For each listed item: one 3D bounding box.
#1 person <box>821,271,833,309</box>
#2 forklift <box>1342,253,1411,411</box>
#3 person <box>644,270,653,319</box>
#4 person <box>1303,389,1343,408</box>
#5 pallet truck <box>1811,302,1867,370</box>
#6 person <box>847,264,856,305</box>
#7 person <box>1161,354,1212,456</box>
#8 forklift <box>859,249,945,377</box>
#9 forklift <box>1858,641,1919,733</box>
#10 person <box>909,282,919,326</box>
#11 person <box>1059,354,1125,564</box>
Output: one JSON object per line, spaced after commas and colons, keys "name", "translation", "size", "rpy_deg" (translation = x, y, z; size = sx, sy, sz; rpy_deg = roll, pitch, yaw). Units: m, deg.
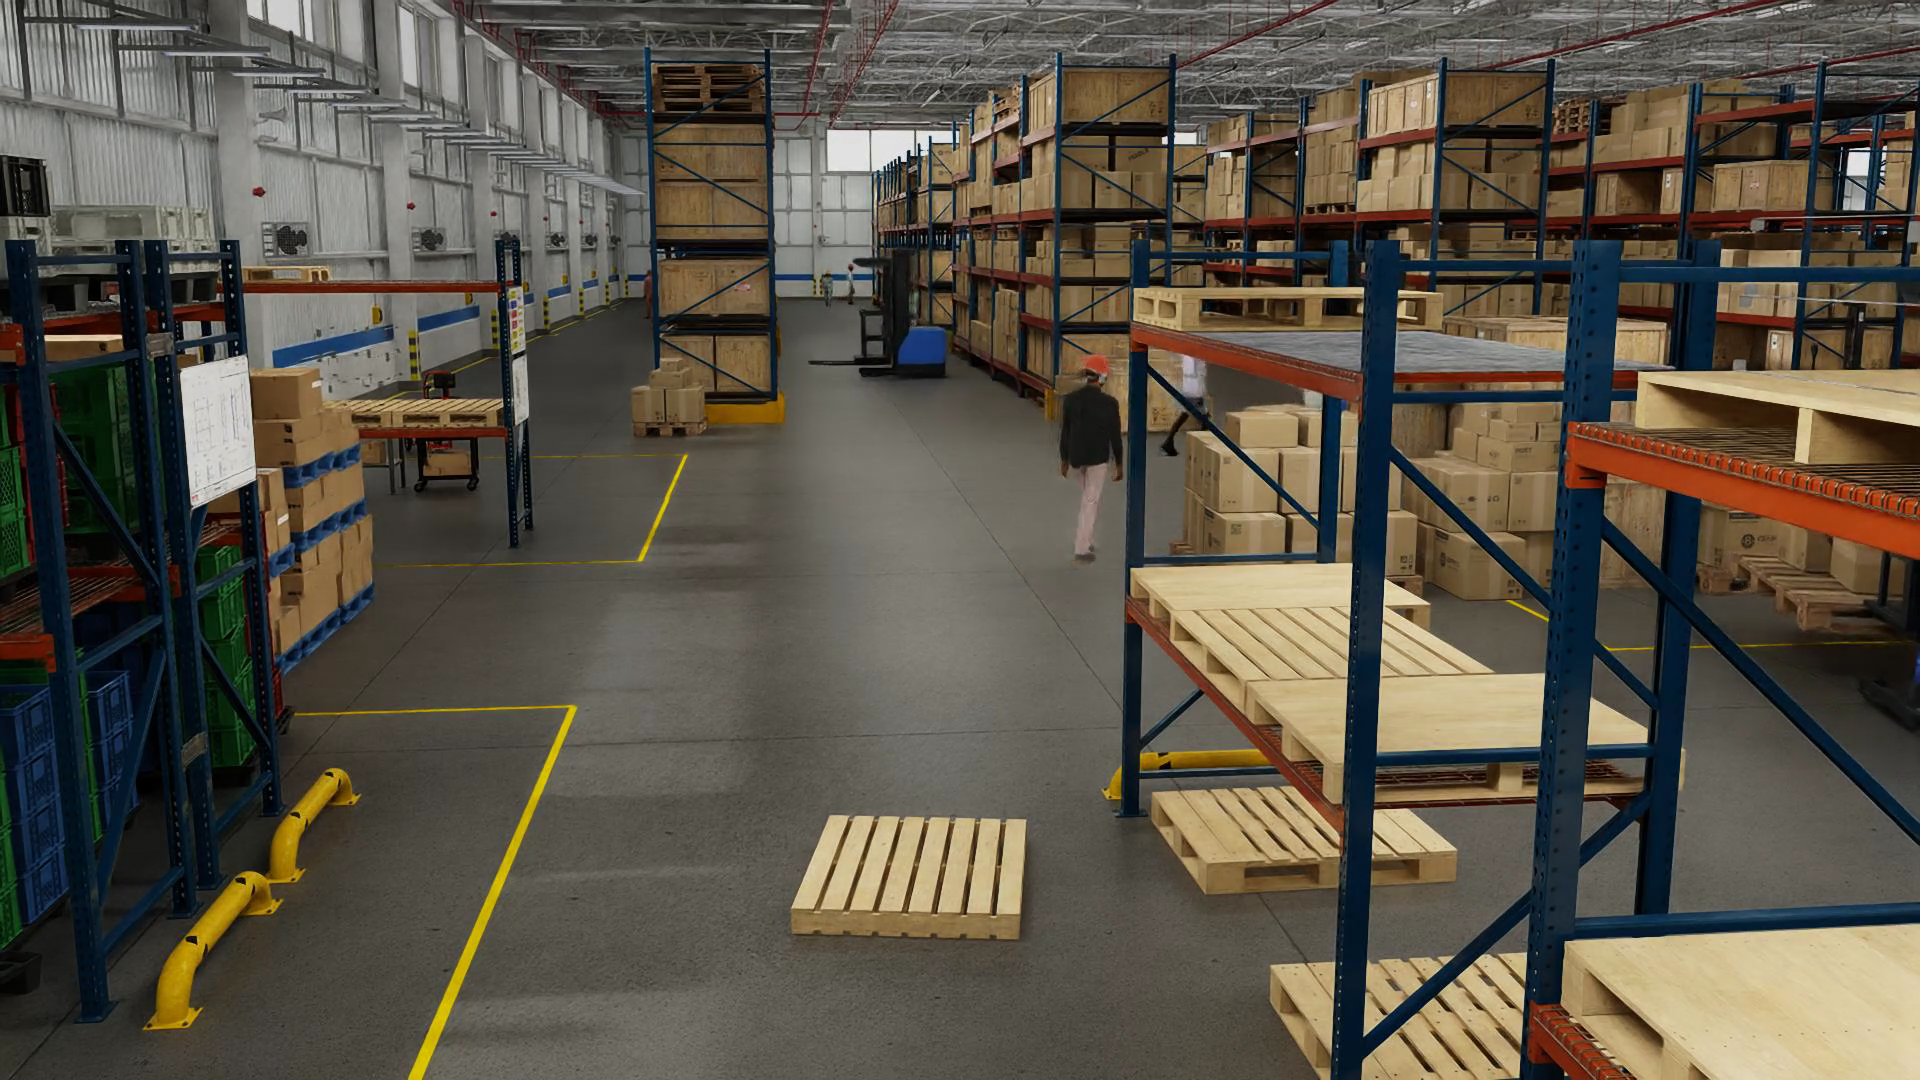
{"name": "person", "translation": [-5.829, -10.978, 73.057], "size": [0.500, 1.693, 0.918], "rpy_deg": [1, 10, 5]}
{"name": "forklift", "translation": [6.598, -3.151, 26.395], "size": [1.129, 2.768, 1.873], "rpy_deg": [-1, 10, -6]}
{"name": "person", "translation": [-12.012, -9.527, 64.464], "size": [0.399, 1.897, 0.648], "rpy_deg": [9, 13, 39]}
{"name": "person", "translation": [3.667, -0.975, 17.068], "size": [0.988, 1.900, 0.632], "rpy_deg": [-4, 11, -22]}
{"name": "pallet truck", "translation": [15.846, -3.142, 28.793], "size": [1.885, 1.965, 0.823], "rpy_deg": [2, 10, 12]}
{"name": "person", "translation": [-5.104, -12.030, 78.254], "size": [0.421, 1.920, 0.571], "rpy_deg": [-1, 10, -4]}
{"name": "person", "translation": [3.253, -2.120, 23.425], "size": [0.945, 1.905, 0.558], "rpy_deg": [-6, 12, -32]}
{"name": "forklift", "translation": [-1.299, -5.046, 36.894], "size": [1.873, 2.768, 1.129], "rpy_deg": [-1, 10, -6]}
{"name": "forklift", "translation": [6.370, -0.166, 9.855], "size": [1.129, 2.768, 1.873], "rpy_deg": [2, 10, 11]}
{"name": "person", "translation": [-1.512, -6.778, 49.486], "size": [0.602, 1.802, 0.831], "rpy_deg": [-5, 12, -28]}
{"name": "person", "translation": [1.289, -0.765, 15.679], "size": [0.636, 1.967, 0.673], "rpy_deg": [9, 14, 41]}
